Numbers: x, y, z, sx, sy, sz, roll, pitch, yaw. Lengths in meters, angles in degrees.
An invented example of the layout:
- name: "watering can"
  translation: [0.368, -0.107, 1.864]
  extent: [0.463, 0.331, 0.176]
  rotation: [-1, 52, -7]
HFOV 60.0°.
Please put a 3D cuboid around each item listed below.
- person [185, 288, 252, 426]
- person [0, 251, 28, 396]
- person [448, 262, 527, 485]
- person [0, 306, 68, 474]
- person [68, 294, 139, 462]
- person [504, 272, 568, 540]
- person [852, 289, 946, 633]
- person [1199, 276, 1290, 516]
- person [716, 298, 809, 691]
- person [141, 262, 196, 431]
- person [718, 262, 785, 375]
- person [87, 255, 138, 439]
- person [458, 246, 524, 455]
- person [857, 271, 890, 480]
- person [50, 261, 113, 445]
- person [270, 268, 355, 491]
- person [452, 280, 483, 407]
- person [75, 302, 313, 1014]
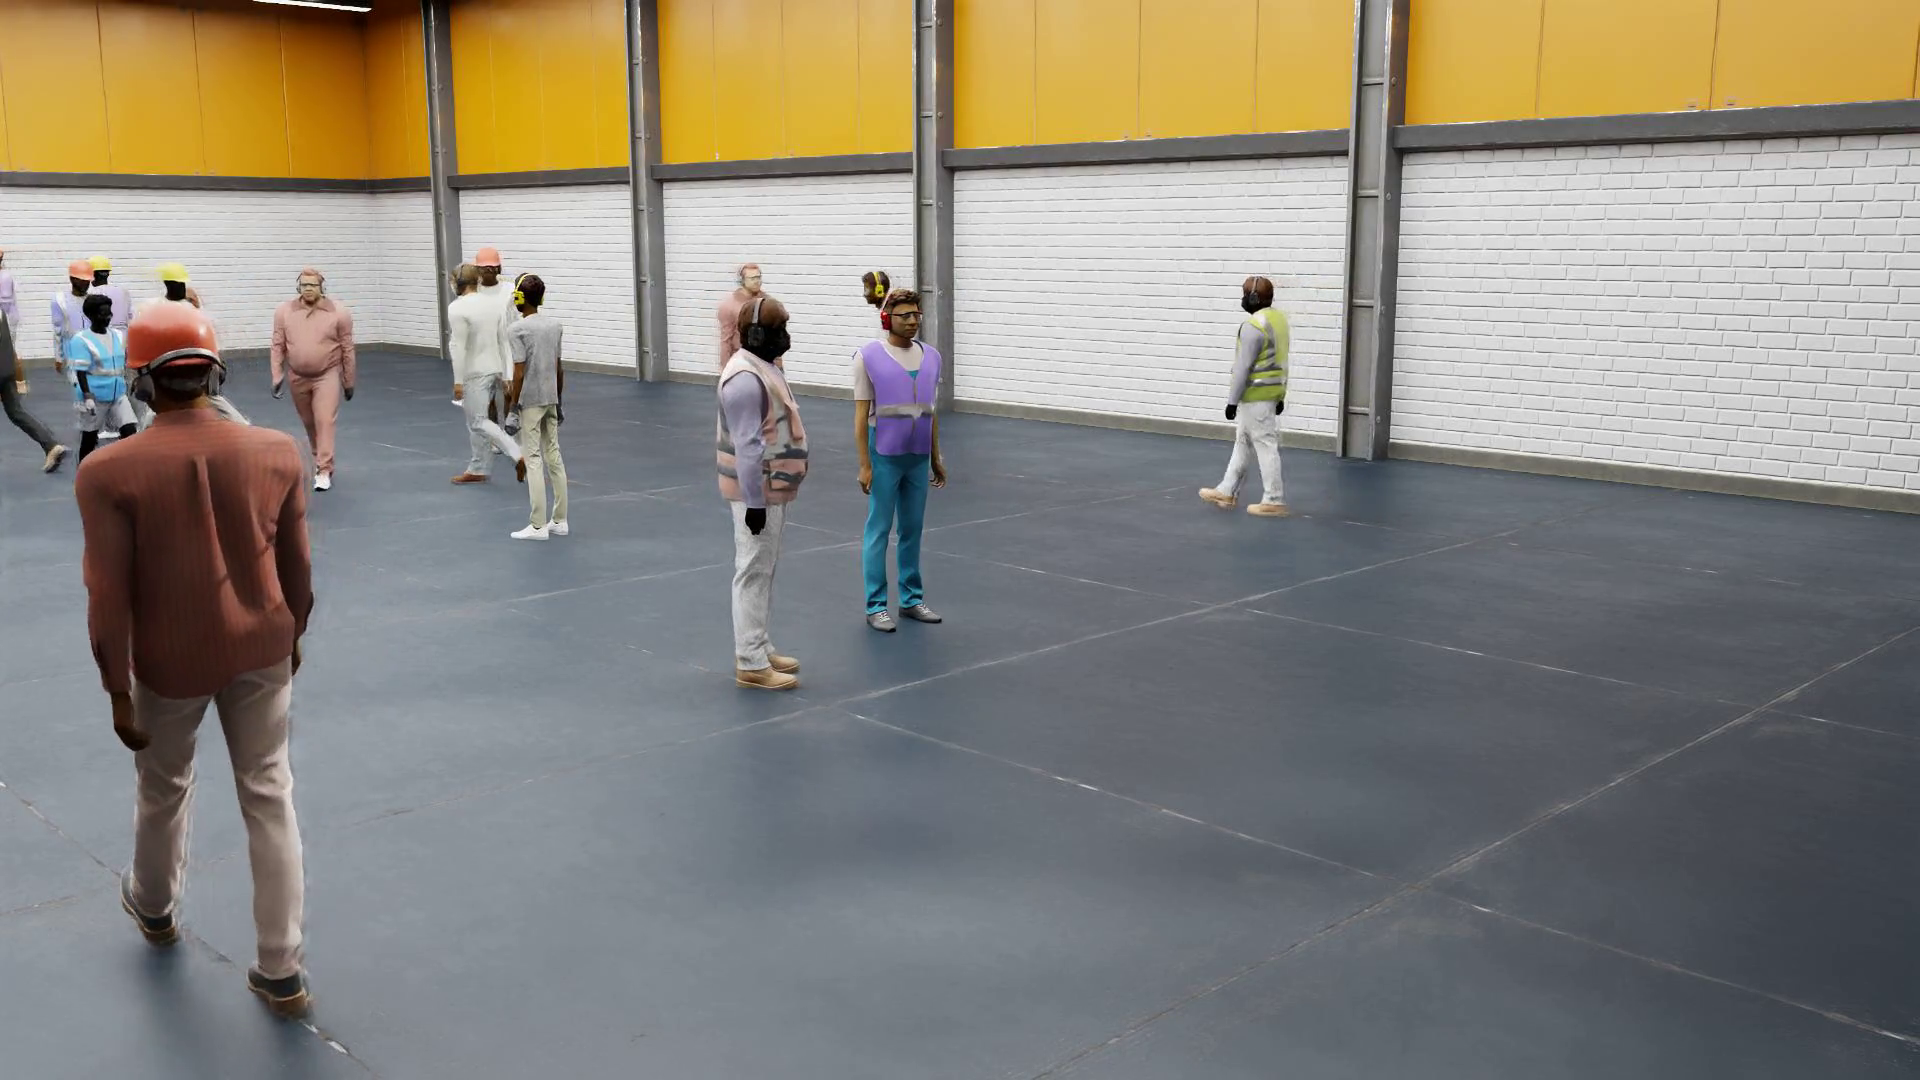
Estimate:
- name: "person"
  translation: [-7.803, -1.795, 17.127]
  extent: [0.837, 1.600, 0.515]
  rotation: [-7, 12, -32]
- name: "person"
  translation: [-12.642, -2.877, 21.894]
  extent: [0.589, 2.013, 0.637]
  rotation: [-9, 14, -41]
- name: "person"
  translation: [-3.976, -1.383, 14.051]
  extent: [0.787, 1.915, 0.634]
  rotation: [2, 11, 13]
- name: "person"
  translation: [-8.504, -1.463, 14.801]
  extent: [0.922, 1.811, 0.516]
  rotation: [0, 10, 3]
- name: "person"
  translation: [-6.912, -1.163, 13.524]
  extent: [0.862, 1.646, 0.553]
  rotation: [4, 11, 23]
- name: "person"
  translation: [-2.991, -0.933, 11.691]
  extent: [0.327, 1.874, 0.521]
  rotation: [6, 12, 29]
- name: "person"
  translation: [-0.335, -0.440, 9.070]
  extent: [0.563, 1.847, 0.390]
  rotation: [-9, 14, -40]
- name: "person"
  translation: [2.152, -1.098, 12.746]
  extent: [0.848, 1.811, 0.654]
  rotation: [6, 12, 30]
- name: "person"
  translation: [-0.930, -0.222, 7.898]
  extent: [0.429, 1.841, 0.633]
  rotation: [0, 10, 0]
- name: "person"
  translation: [-7.436, -1.671, 15.682]
  extent: [0.945, 1.895, 0.582]
  rotation: [5, 11, 23]
- name: "person"
  translation: [-1.974, -1.657, 15.598]
  extent: [0.642, 1.894, 0.683]
  rotation: [-9, 13, -39]
- name: "person"
  translation: [-8.957, -2.022, 17.480]
  extent: [0.386, 1.927, 0.589]
  rotation: [5, 11, 24]
- name: "person"
  translation: [-4.499, -1.808, 16.040]
  extent: [0.651, 2.019, 0.693]
  rotation: [-3, 11, -15]
- name: "person"
  translation: [-0.644, -1.359, 14.140]
  extent: [0.702, 1.829, 0.543]
  rotation: [-1, 10, -5]
- name: "person"
  translation: [-8.992, -1.923, 17.103]
  extent: [0.549, 1.879, 1.011]
  rotation: [-7, 13, -35]
- name: "person"
  translation: [-5.517, -1.385, 14.219]
  extent: [0.643, 1.862, 1.002]
  rotation: [-1, 10, -4]
- name: "person"
  translation: [-5.879, -2.437, 20.684]
  extent: [0.879, 1.582, 0.509]
  rotation: [-4, 11, -21]
- name: "person"
  translation: [-2.163, 0.304, 4.745]
  extent: [0.623, 1.940, 1.024]
  rotation: [-8, 13, -36]
